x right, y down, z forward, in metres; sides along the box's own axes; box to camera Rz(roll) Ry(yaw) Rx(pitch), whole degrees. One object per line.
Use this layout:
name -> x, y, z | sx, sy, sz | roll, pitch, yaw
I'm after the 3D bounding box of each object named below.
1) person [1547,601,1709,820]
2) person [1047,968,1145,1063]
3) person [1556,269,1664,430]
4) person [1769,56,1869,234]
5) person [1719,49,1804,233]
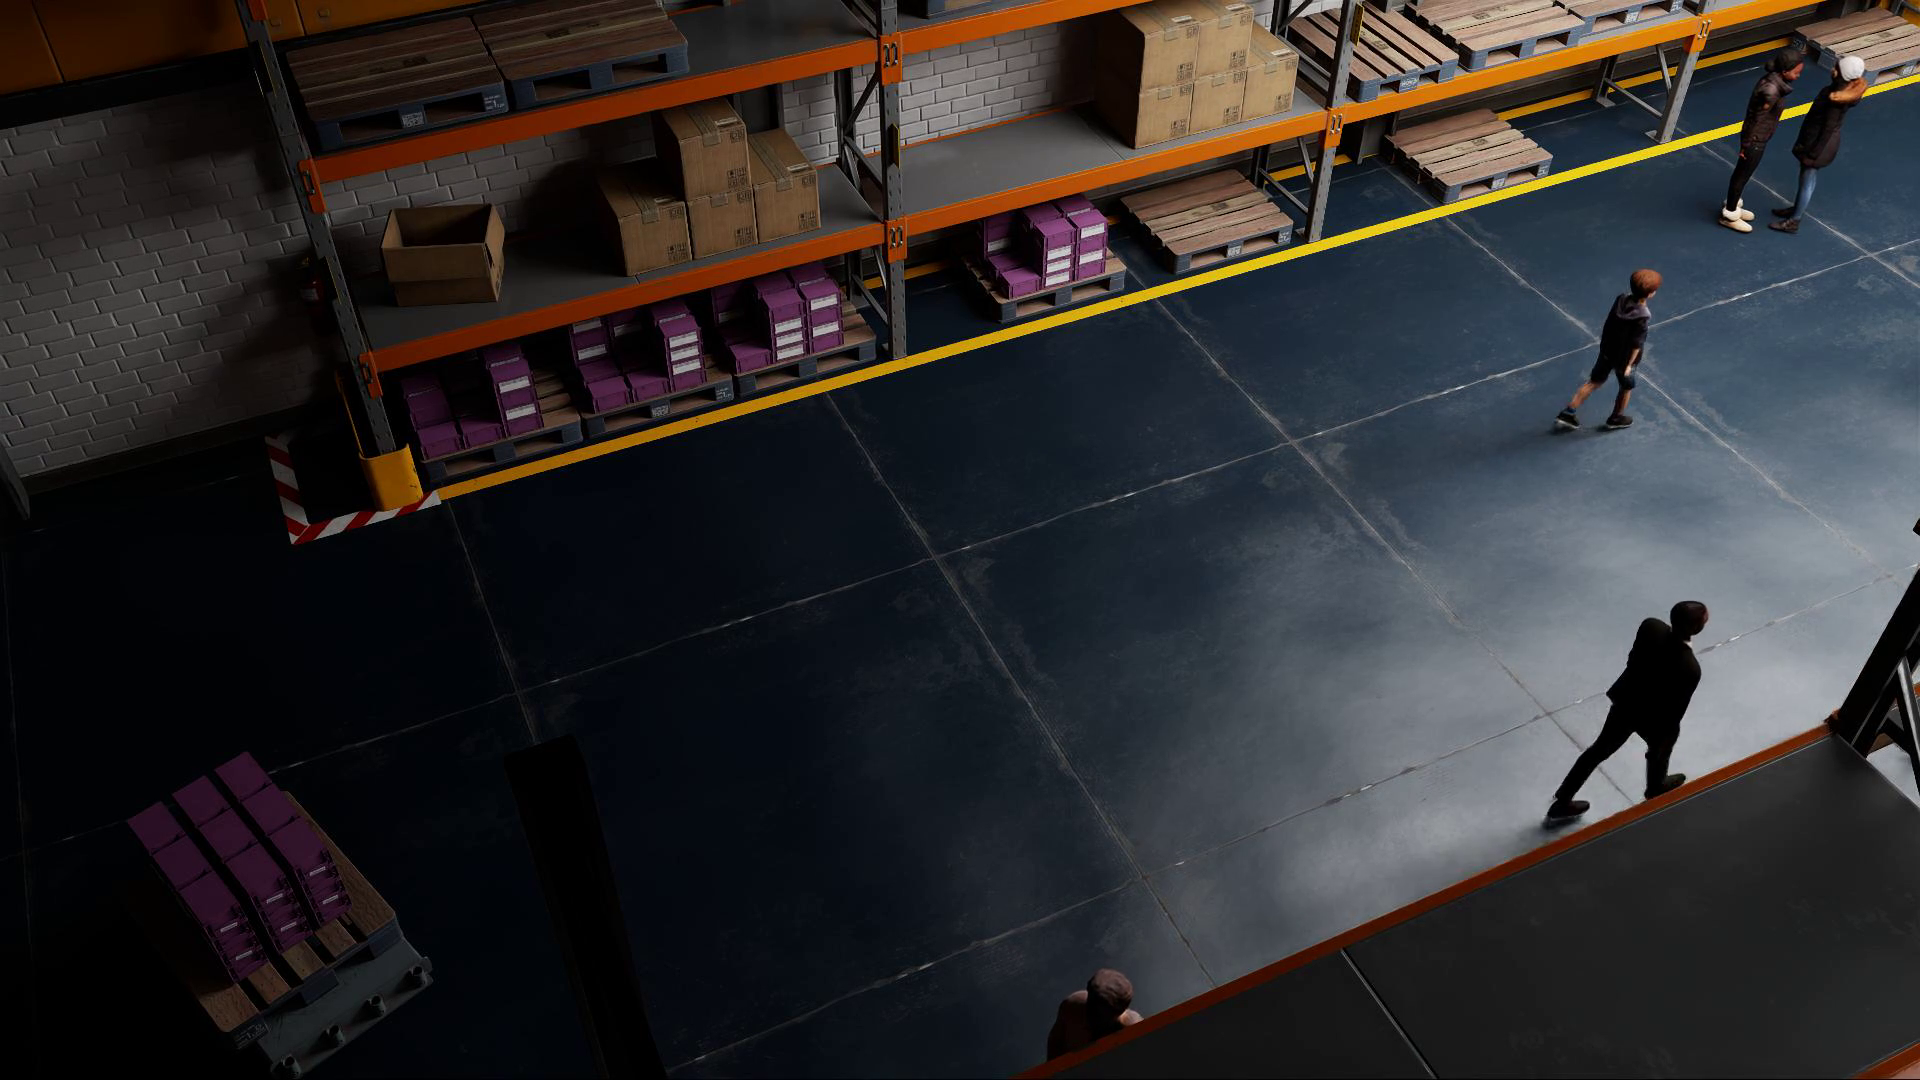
person -> 3.862, 1.030, 9.593 | 1.176, 1.751, 0.737 | -14, 45, -14
person -> 0.649, 2.582, 7.873 | 0.773, 1.875, 0.804 | 21, 47, 20
person -> 4.841, -1.385, 12.360 | 0.878, 1.430, 0.557 | -15, 46, -16
person -> 7.418, -3.416, 14.345 | 0.797, 1.633, 0.710 | 24, 48, 23
person -> 6.868, -3.476, 14.387 | 0.705, 1.661, 0.765 | -12, 45, -12
